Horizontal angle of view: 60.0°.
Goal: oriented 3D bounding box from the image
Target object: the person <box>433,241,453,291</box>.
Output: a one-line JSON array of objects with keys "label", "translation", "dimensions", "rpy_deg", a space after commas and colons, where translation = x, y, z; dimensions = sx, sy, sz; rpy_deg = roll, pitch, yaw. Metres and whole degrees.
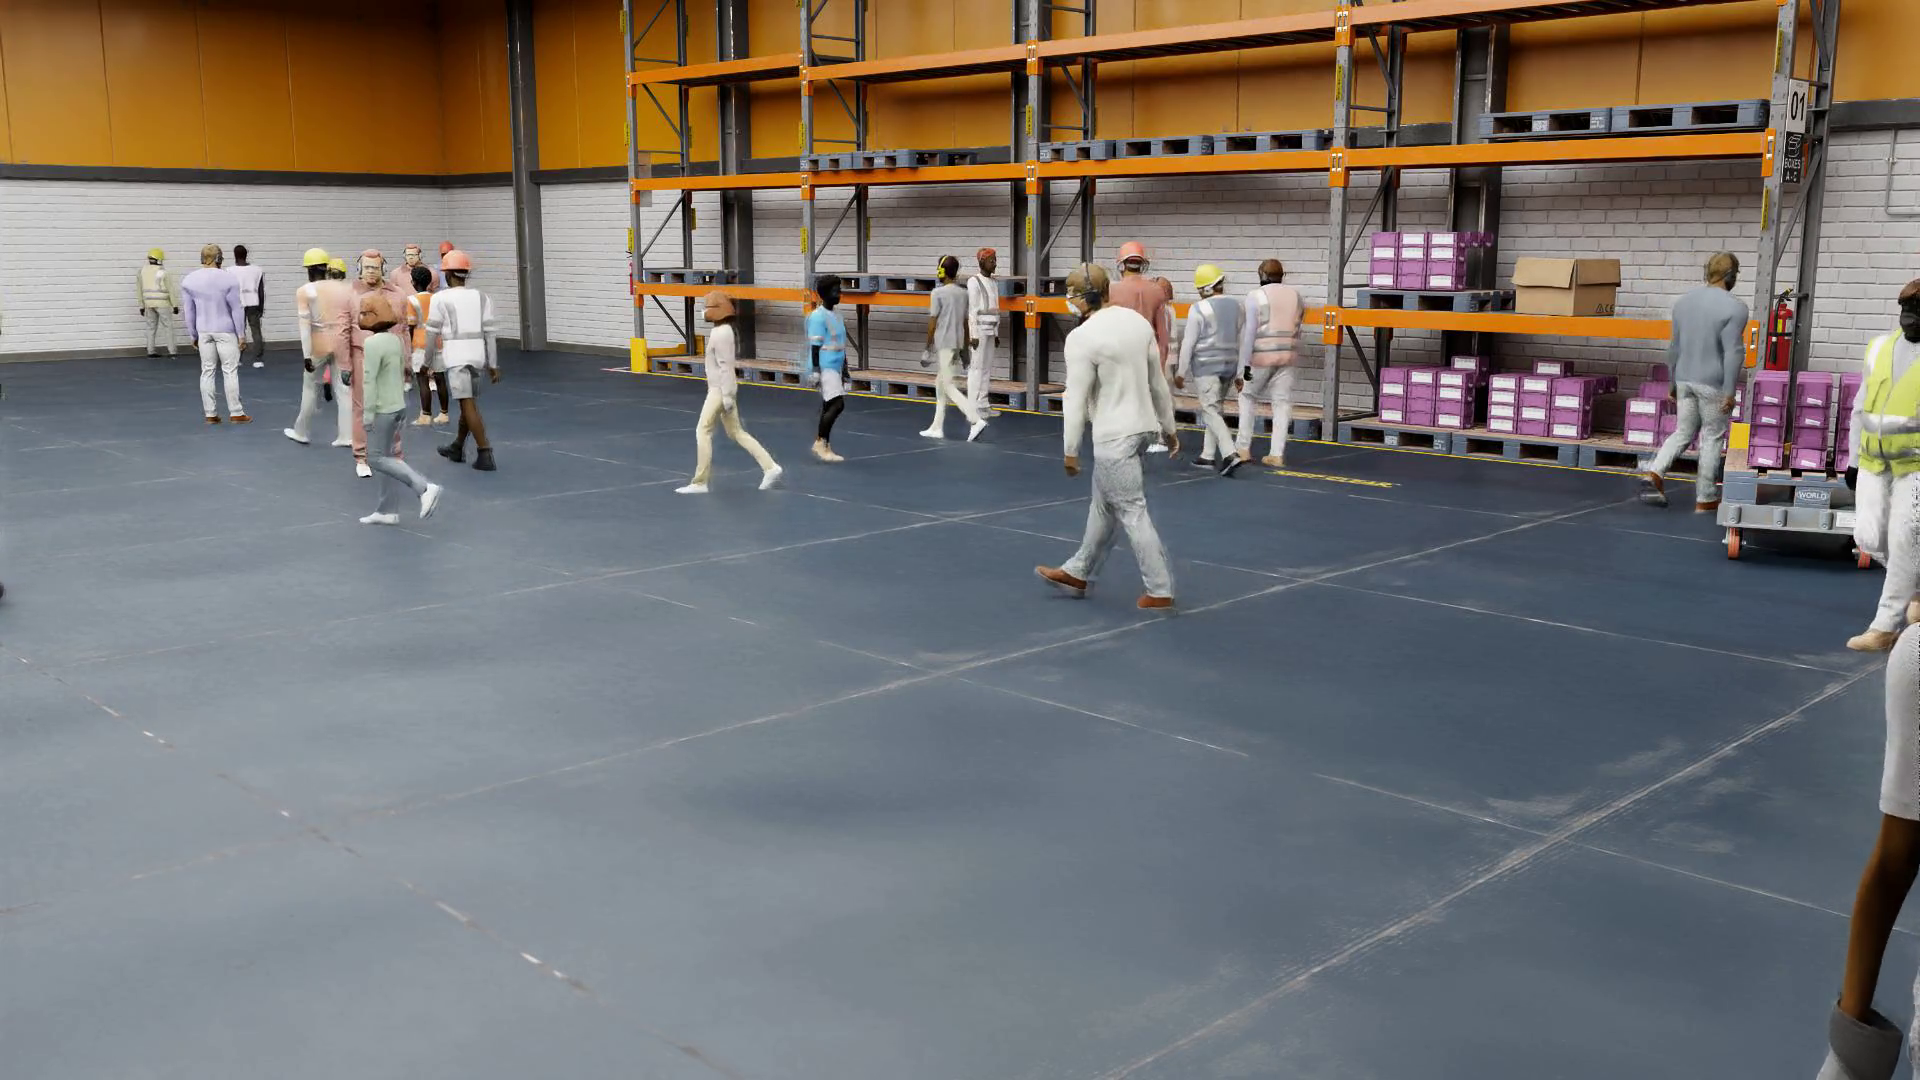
[{"label": "person", "translation": [-8.469, -3.974, 27.545], "dimensions": [0.565, 1.914, 0.630], "rpy_deg": [1, 10, 4]}]

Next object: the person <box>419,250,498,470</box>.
[{"label": "person", "translation": [-4.360, -1.567, 14.527], "dimensions": [0.968, 1.889, 0.554], "rpy_deg": [9, 14, 40]}]

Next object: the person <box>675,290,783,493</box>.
[{"label": "person", "translation": [-1.820, -1.163, 13.080], "dimensions": [0.795, 1.601, 0.498], "rpy_deg": [0, 10, -2]}]

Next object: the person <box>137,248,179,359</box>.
[{"label": "person", "translation": [-13.081, -3.844, 27.137], "dimensions": [0.634, 1.822, 0.444], "rpy_deg": [3, 11, 13]}]

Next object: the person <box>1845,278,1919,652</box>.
[{"label": "person", "translation": [4.688, -0.373, 8.166], "dimensions": [0.701, 1.826, 0.635], "rpy_deg": [-4, 11, -22]}]

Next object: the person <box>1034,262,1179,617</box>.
[{"label": "person", "translation": [0.786, -0.547, 8.977], "dimensions": [0.959, 1.873, 0.702], "rpy_deg": [8, 13, 38]}]

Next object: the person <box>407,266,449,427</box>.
[{"label": "person", "translation": [-5.664, -2.046, 17.638], "dimensions": [0.321, 1.696, 0.536], "rpy_deg": [7, 12, 32]}]

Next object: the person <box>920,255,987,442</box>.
[{"label": "person", "translation": [-0.069, -1.886, 16.403], "dimensions": [0.889, 1.836, 0.519], "rpy_deg": [8, 13, 38]}]

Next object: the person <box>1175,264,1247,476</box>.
[{"label": "person", "translation": [2.196, -1.438, 14.099], "dimensions": [0.591, 1.786, 0.841], "rpy_deg": [-7, 13, -34]}]

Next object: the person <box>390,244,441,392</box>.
[{"label": "person", "translation": [-7.048, -2.872, 21.573], "dimensions": [0.644, 1.907, 0.400], "rpy_deg": [-2, 11, -11]}]

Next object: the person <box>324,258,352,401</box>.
[{"label": "person", "translation": [-7.449, -2.489, 19.931], "dimensions": [0.529, 1.754, 0.552], "rpy_deg": [0, 10, -2]}]

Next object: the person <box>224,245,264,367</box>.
[{"label": "person", "translation": [-11.039, -3.604, 25.683], "dimensions": [0.604, 1.859, 1.031], "rpy_deg": [-9, 14, -41]}]

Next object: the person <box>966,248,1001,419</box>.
[{"label": "person", "translation": [0.267, -2.291, 18.466], "dimensions": [0.337, 1.882, 0.583], "rpy_deg": [5, 12, 26]}]

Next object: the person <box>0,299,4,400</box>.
[{"label": "person", "translation": [-11.917, -2.631, 20.102], "dimensions": [0.630, 1.955, 0.908], "rpy_deg": [-5, 12, -27]}]

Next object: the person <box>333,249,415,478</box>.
[{"label": "person", "translation": [-4.908, -1.485, 14.020], "dimensions": [0.651, 1.902, 0.403], "rpy_deg": [-9, 14, -42]}]

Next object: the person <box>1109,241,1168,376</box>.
[{"label": "person", "translation": [1.385, -1.533, 14.113], "dimensions": [0.644, 1.963, 0.742], "rpy_deg": [-5, 12, -26]}]

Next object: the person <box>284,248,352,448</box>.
[{"label": "person", "translation": [-6.155, -1.840, 15.979], "dimensions": [0.919, 1.886, 0.612], "rpy_deg": [8, 13, 36]}]

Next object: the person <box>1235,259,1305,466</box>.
[{"label": "person", "translation": [2.716, -1.578, 14.781], "dimensions": [0.646, 1.809, 0.737], "rpy_deg": [-4, 11, -20]}]

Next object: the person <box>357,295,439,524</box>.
[{"label": "person", "translation": [-3.948, -0.891, 11.558], "dimensions": [0.546, 1.613, 0.509], "rpy_deg": [0, 10, 1]}]

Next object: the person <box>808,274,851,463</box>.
[{"label": "person", "translation": [-1.150, -1.505, 14.735], "dimensions": [0.374, 1.684, 0.535], "rpy_deg": [3, 11, 15]}]

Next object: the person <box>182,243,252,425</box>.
[{"label": "person", "translation": [-7.938, -2.189, 17.775], "dimensions": [0.627, 1.934, 0.372], "rpy_deg": [0, 10, 1]}]

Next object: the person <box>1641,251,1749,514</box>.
[{"label": "person", "translation": [5.299, -1.120, 12.004], "dimensions": [0.668, 1.914, 0.653], "rpy_deg": [-5, 12, -26]}]

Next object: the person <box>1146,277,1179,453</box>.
[{"label": "person", "translation": [1.886, -1.631, 15.545], "dimensions": [0.314, 1.636, 0.515], "rpy_deg": [3, 11, 17]}]

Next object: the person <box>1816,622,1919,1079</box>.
[{"label": "person", "translation": [1.449, 0.705, 2.222], "dimensions": [0.524, 1.848, 0.790], "rpy_deg": [9, 14, 42]}]
